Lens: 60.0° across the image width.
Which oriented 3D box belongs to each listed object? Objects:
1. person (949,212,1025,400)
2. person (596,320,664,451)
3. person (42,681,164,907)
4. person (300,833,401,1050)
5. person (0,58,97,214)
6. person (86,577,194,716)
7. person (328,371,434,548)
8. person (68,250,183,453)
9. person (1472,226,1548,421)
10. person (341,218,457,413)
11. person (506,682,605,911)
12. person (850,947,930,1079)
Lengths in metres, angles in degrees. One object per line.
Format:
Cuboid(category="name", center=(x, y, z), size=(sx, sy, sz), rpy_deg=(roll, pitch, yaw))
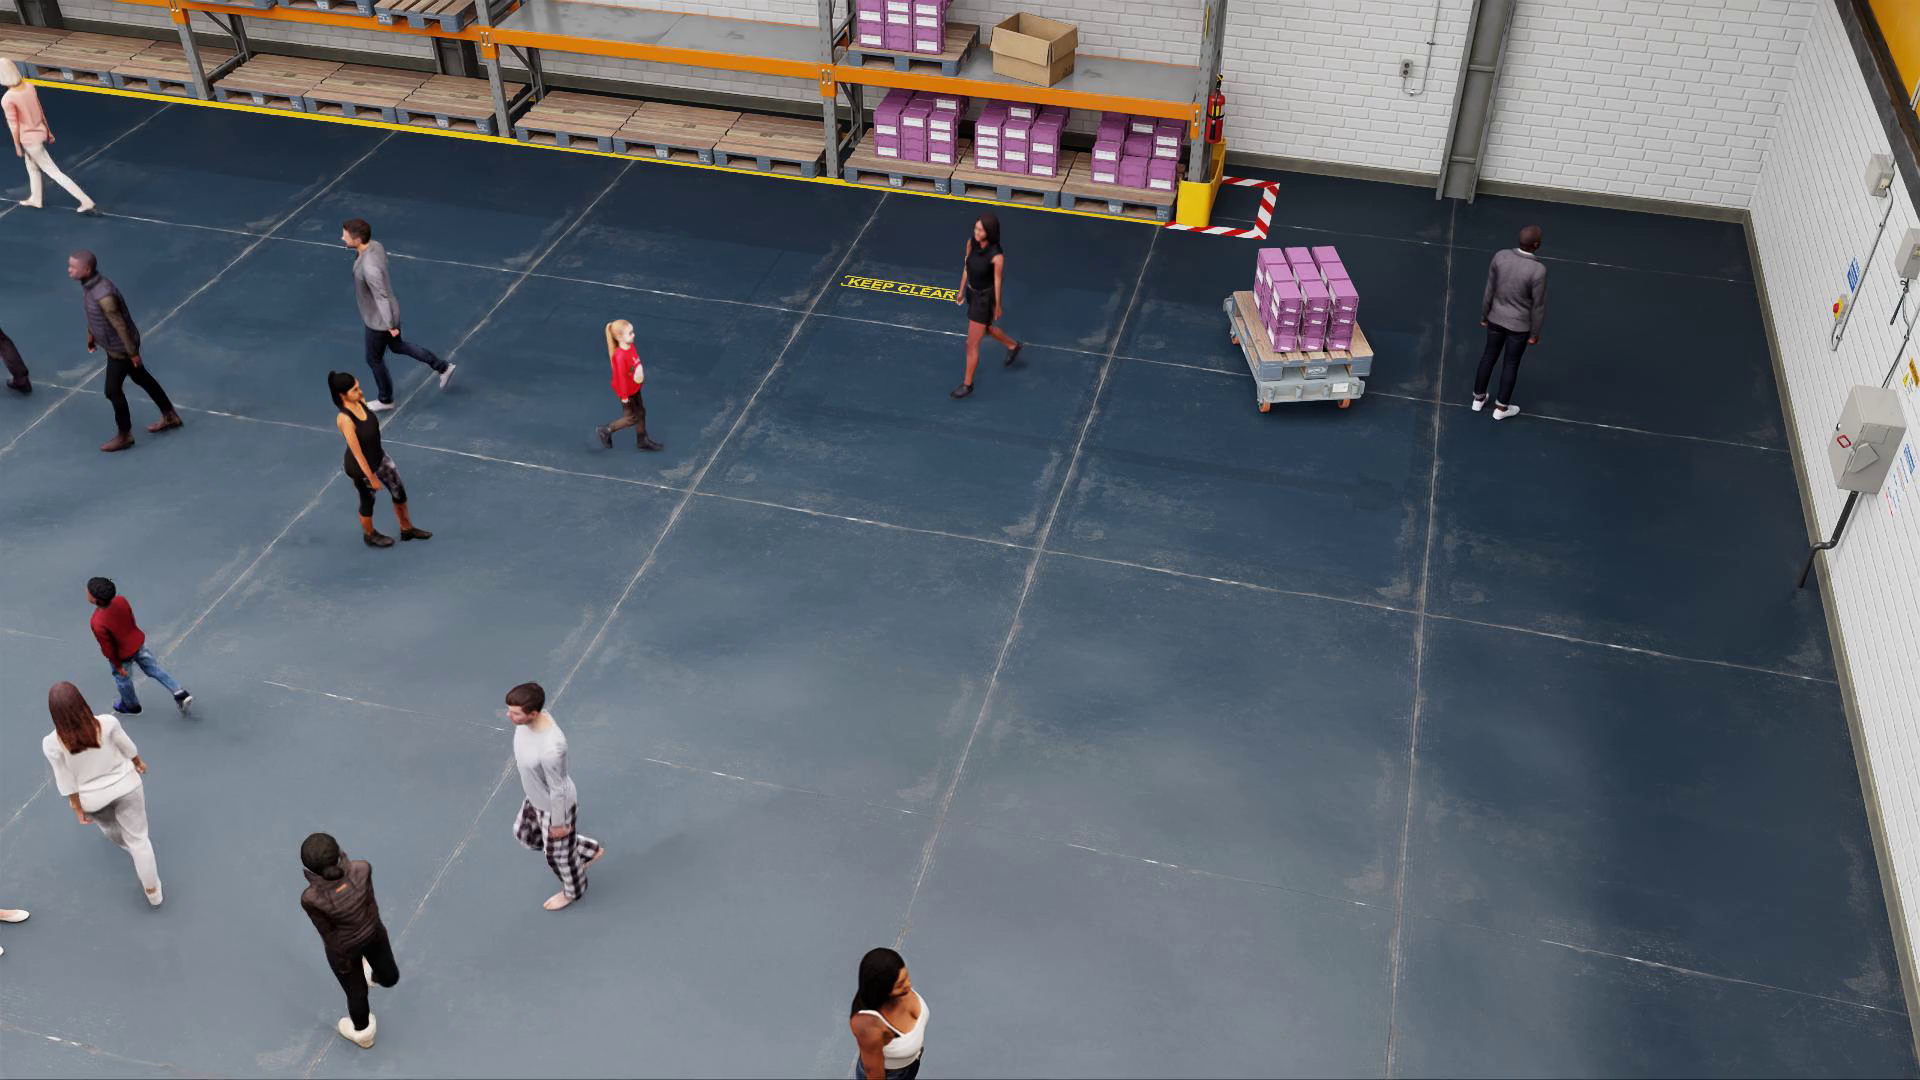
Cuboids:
Cuboid(category="person", center=(0.263, -2.123, 14.720), size=(1.132, 1.709, 1.112), rpy_deg=(-22, 44, -25))
Cuboid(category="person", center=(-2.846, -1.281, 14.019), size=(0.798, 1.268, 0.570), rpy_deg=(3, 39, 4))
Cuboid(category="person", center=(-5.173, 1.578, 10.132), size=(1.024, 1.650, 1.080), rpy_deg=(-20, 43, -23))
Cuboid(category="person", center=(-3.485, 2.176, 9.375), size=(0.754, 1.661, 0.863), rpy_deg=(11, 40, 14))
Cuboid(category="person", center=(-9.547, -4.147, 17.275), size=(1.169, 1.682, 0.688), rpy_deg=(6, 39, 7))
Cuboid(category="person", center=(-5.708, 0.747, 11.497), size=(0.817, 1.246, 0.516), rpy_deg=(11, 40, 13))
Cuboid(category="person", center=(-4.672, -0.600, 12.861), size=(0.828, 1.648, 0.682), rpy_deg=(3, 39, 4))
Cuboid(category="person", center=(-7.015, -1.659, 14.058), size=(1.063, 1.809, 1.021), rpy_deg=(-22, 44, -25))
Cuboid(category="person", center=(4.728, -1.874, 14.320), size=(0.865, 1.817, 0.747), rpy_deg=(-28, 47, -31))
Cuboid(category="person", center=(-4.923, -1.959, 14.404), size=(1.203, 1.846, 0.964), rpy_deg=(-6, 39, -8))
Cuboid(category="person", center=(-2.403, 1.515, 10.059), size=(0.893, 1.839, 0.834), rpy_deg=(-21, 43, -24))
Cuboid(category="person", center=(-0.385, 2.714, 8.582), size=(0.577, 1.809, 0.622), rpy_deg=(10, 40, 12))
